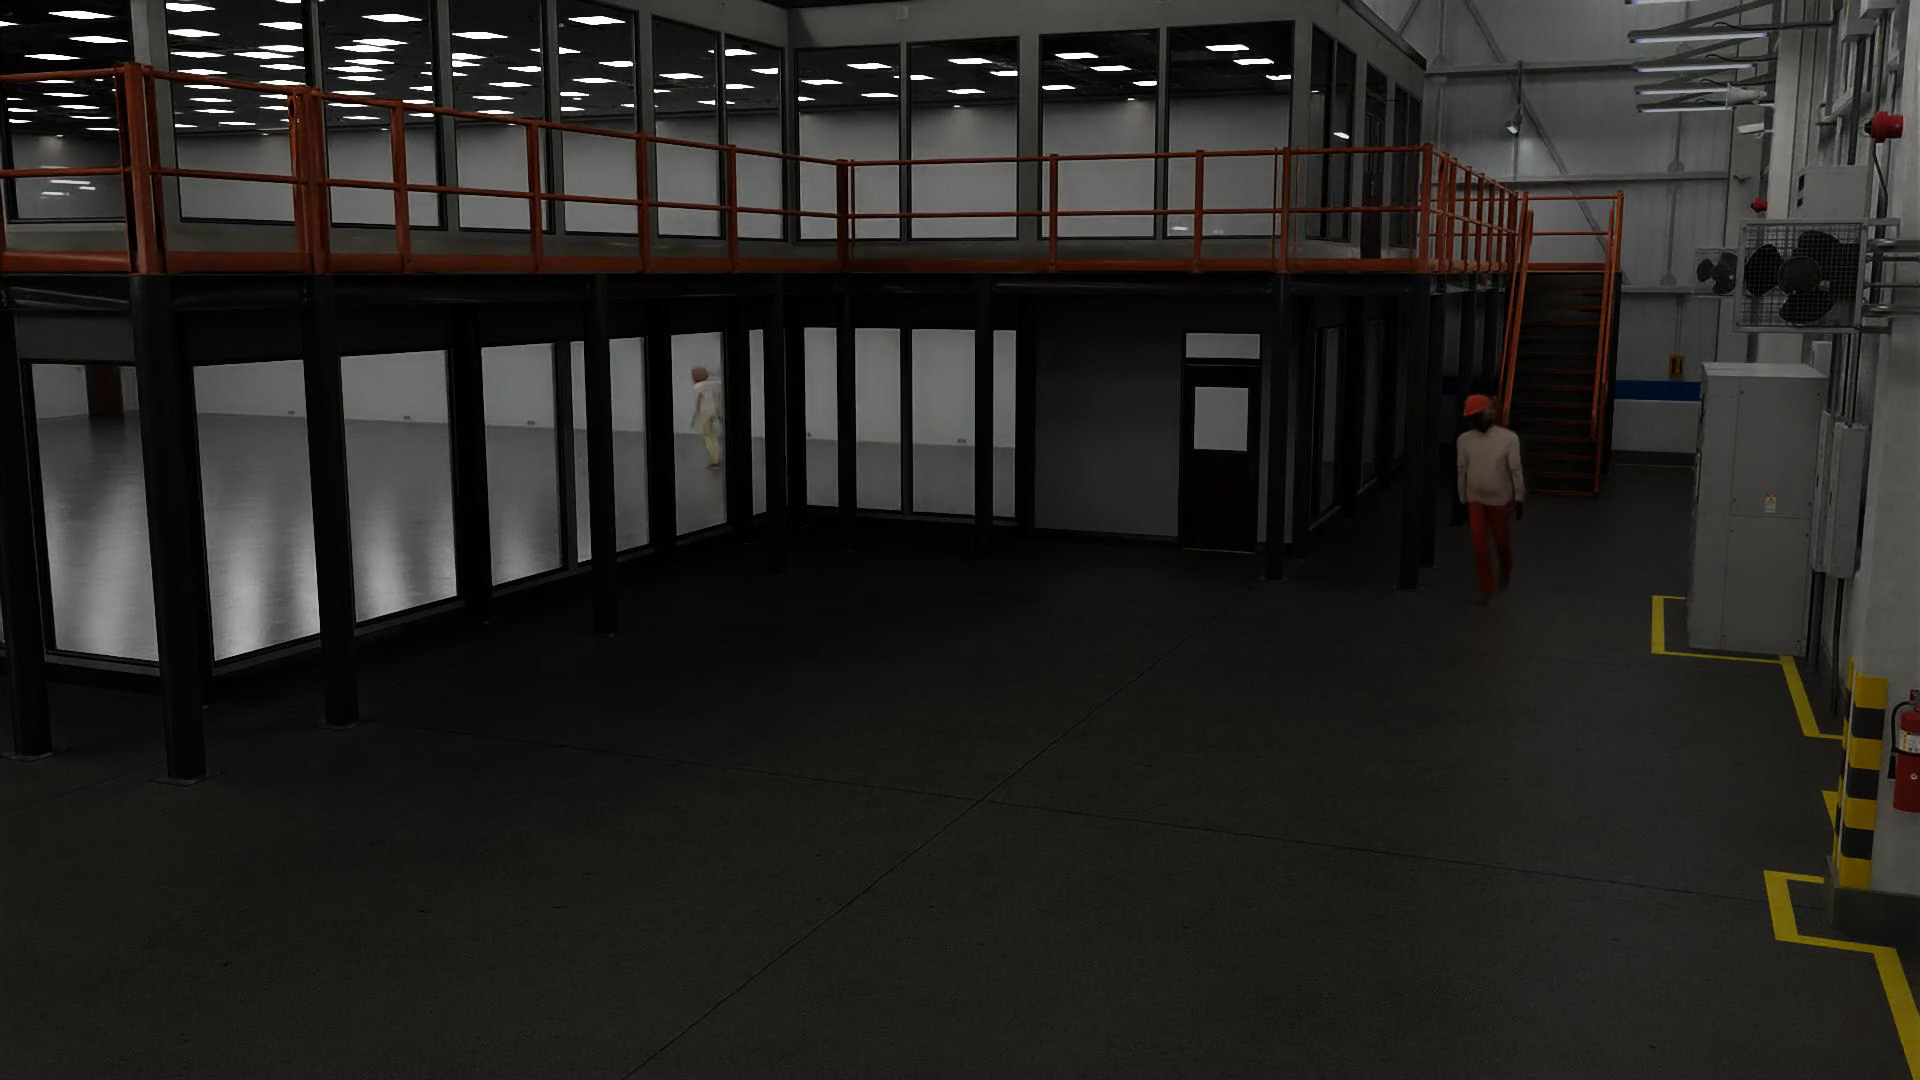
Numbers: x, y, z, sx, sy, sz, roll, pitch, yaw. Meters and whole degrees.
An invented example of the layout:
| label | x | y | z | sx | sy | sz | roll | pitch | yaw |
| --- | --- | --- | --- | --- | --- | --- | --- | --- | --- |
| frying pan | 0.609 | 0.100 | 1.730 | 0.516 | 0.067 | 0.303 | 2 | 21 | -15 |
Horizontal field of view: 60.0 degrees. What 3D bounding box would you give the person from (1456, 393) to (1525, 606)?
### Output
| label | x | y | z | sx | sy | sz | roll | pitch | yaw |
| --- | --- | --- | --- | --- | --- | --- | --- | --- | --- |
| person | 4.906 | -0.400 | 15.396 | 0.651 | 1.946 | 0.809 | 6 | 11 | 33 |
